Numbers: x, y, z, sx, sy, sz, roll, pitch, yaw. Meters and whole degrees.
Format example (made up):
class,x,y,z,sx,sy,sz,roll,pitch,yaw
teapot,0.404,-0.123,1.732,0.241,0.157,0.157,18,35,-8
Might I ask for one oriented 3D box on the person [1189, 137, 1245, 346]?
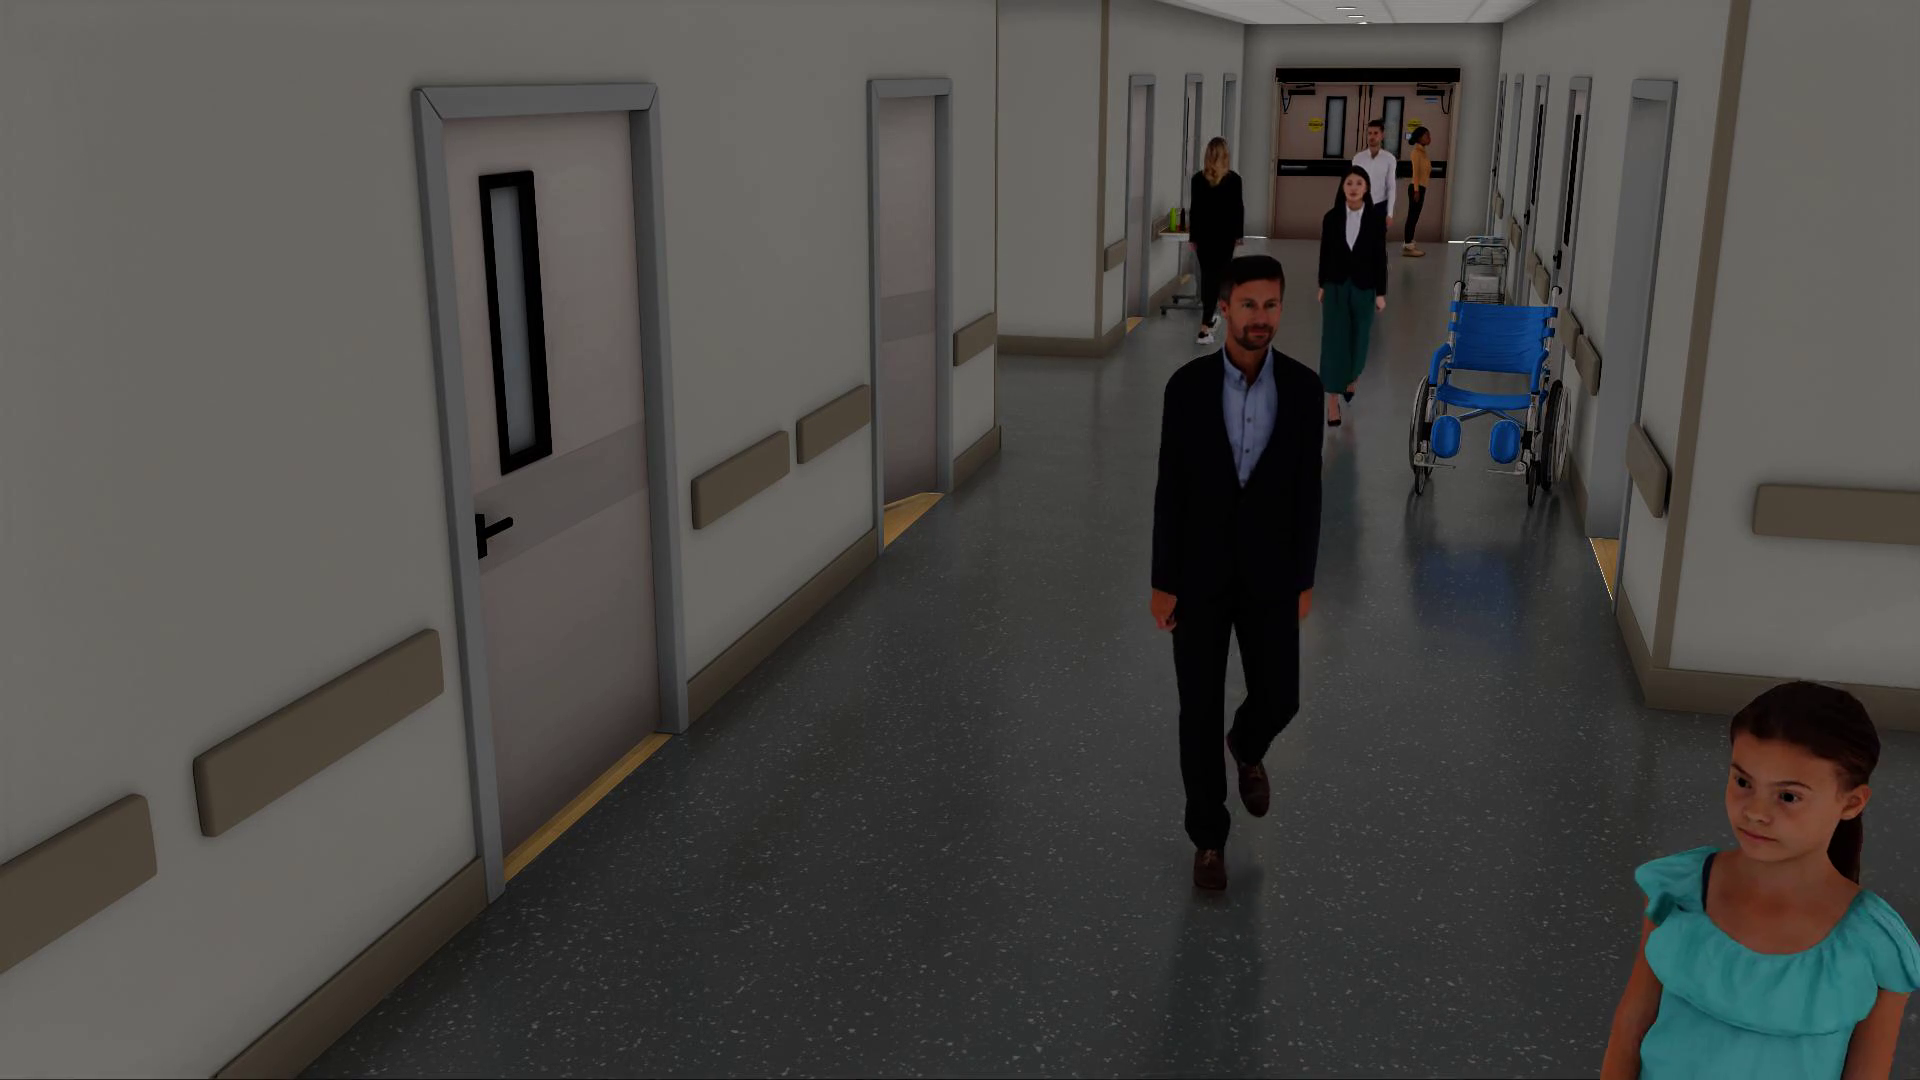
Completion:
class,x,y,z,sx,sy,sz,roll,pitch,yaw
person,2.191,-2.567,14.486,0.784,1.764,1.148,8,18,27

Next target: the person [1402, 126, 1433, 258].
class,x,y,z,sx,sy,sz,roll,pitch,yaw
person,5.973,-4.564,21.762,0.690,1.659,0.543,7,17,24

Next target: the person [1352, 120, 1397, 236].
class,x,y,z,sx,sy,sz,roll,pitch,yaw
person,4.323,-3.420,17.390,0.733,1.829,1.242,7,17,22

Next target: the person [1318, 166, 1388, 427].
class,x,y,z,sx,sy,sz,roll,pitch,yaw
person,2.654,-1.648,11.326,0.629,1.710,1.074,3,16,12

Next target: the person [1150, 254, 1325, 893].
class,x,y,z,sx,sy,sz,roll,pitch,yaw
person,0.793,0.084,4.914,0.733,1.855,0.905,1,16,4

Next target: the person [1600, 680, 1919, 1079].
class,x,y,z,sx,sy,sz,roll,pitch,yaw
person,1.176,0.940,2.475,1.112,1.531,0.937,-13,20,-39
